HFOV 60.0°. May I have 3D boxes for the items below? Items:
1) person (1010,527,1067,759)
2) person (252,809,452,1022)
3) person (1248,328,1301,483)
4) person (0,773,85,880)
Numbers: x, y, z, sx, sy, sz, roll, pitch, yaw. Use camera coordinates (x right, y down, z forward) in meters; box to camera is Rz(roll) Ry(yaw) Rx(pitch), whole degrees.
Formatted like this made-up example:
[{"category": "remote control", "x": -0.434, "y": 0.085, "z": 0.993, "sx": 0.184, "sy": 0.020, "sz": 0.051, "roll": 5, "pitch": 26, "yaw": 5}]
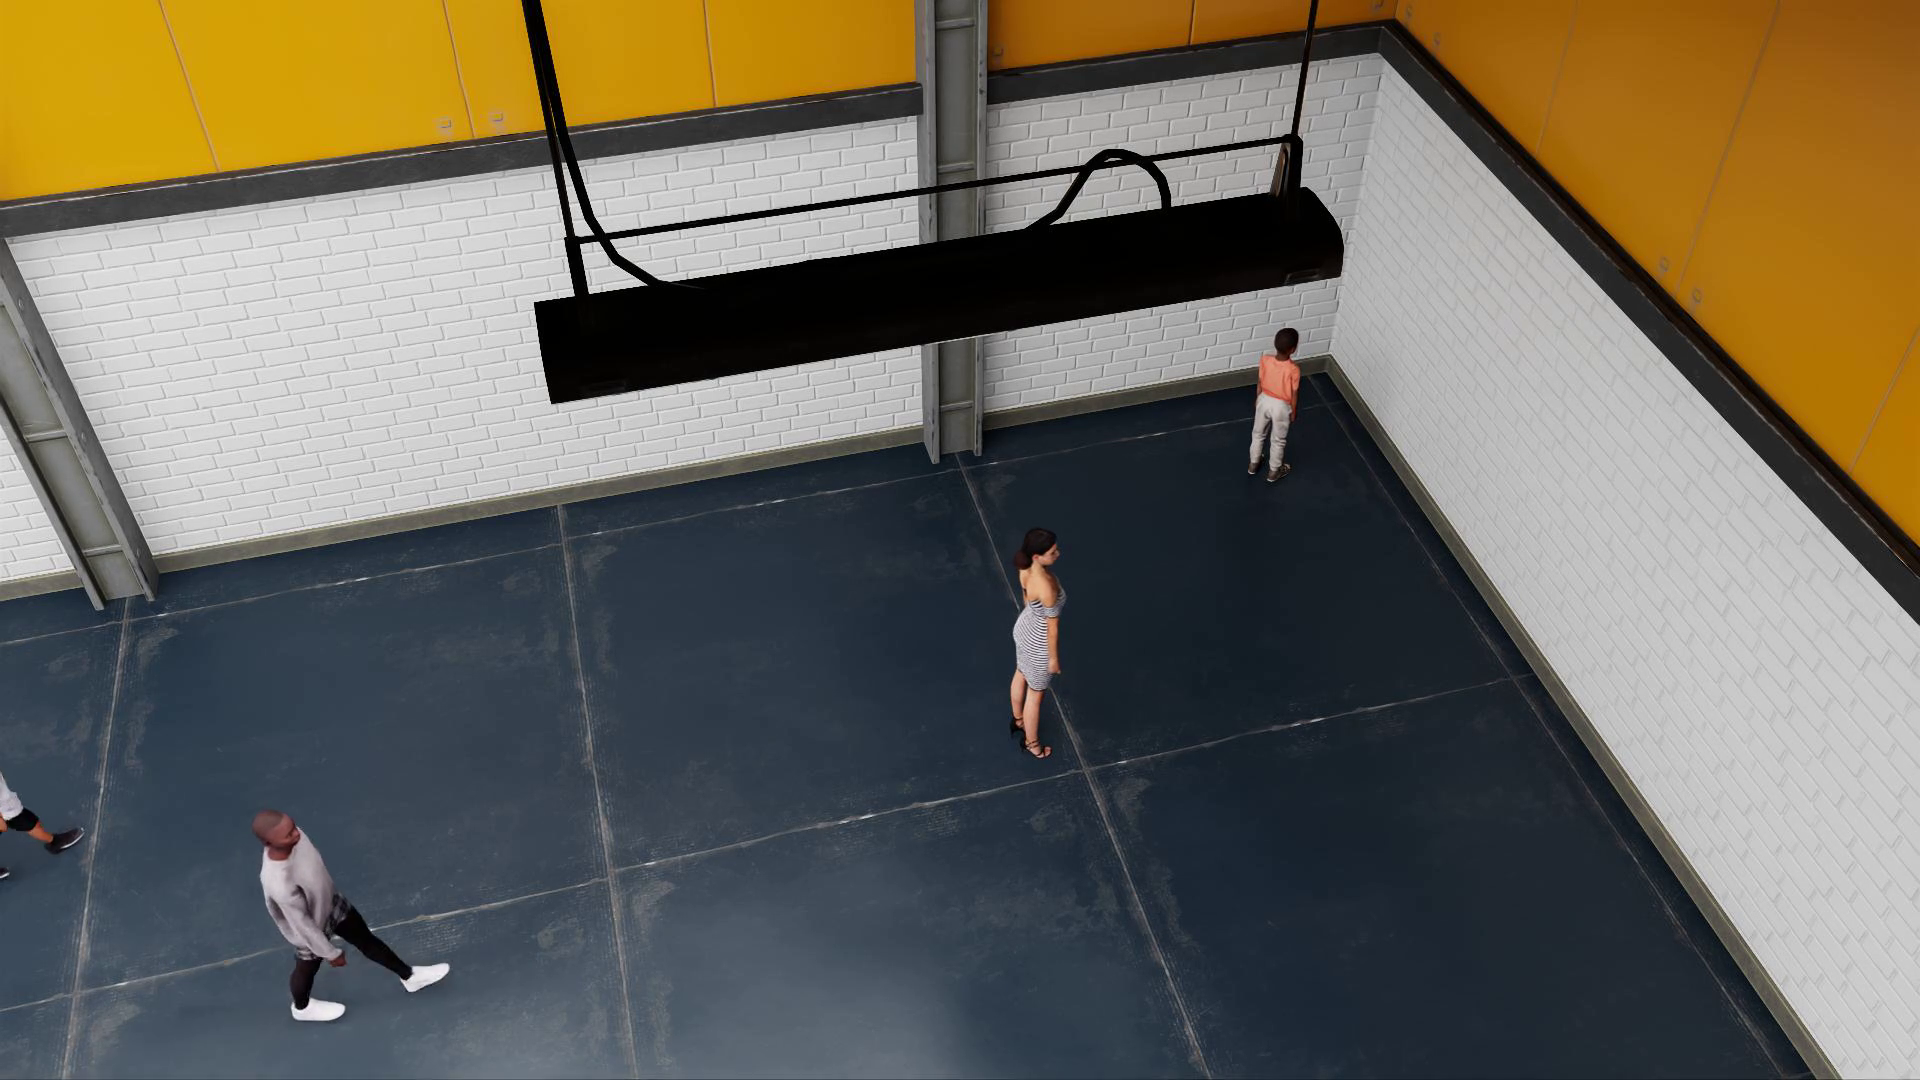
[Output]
[{"category": "person", "x": 0.445, "y": 0.629, "z": 10.081, "sx": 0.523, "sy": 1.822, "sz": 0.593, "roll": -13, "pitch": 45, "yaw": -13}, {"category": "person", "x": -3.487, "y": 2.000, "z": 8.704, "sx": 1.147, "sy": 1.736, "sz": 0.771, "roll": -4, "pitch": 44, "yaw": -4}, {"category": "person", "x": 2.304, "y": -0.991, "z": 12.151, "sx": 0.570, "sy": 1.311, "sz": 0.617, "roll": 27, "pitch": 50, "yaw": 25}, {"category": "person", "x": -5.634, "y": 1.525, "z": 9.558, "sx": 0.930, "sy": 1.245, "sz": 0.749, "roll": -34, "pitch": 53, "yaw": -31}]
